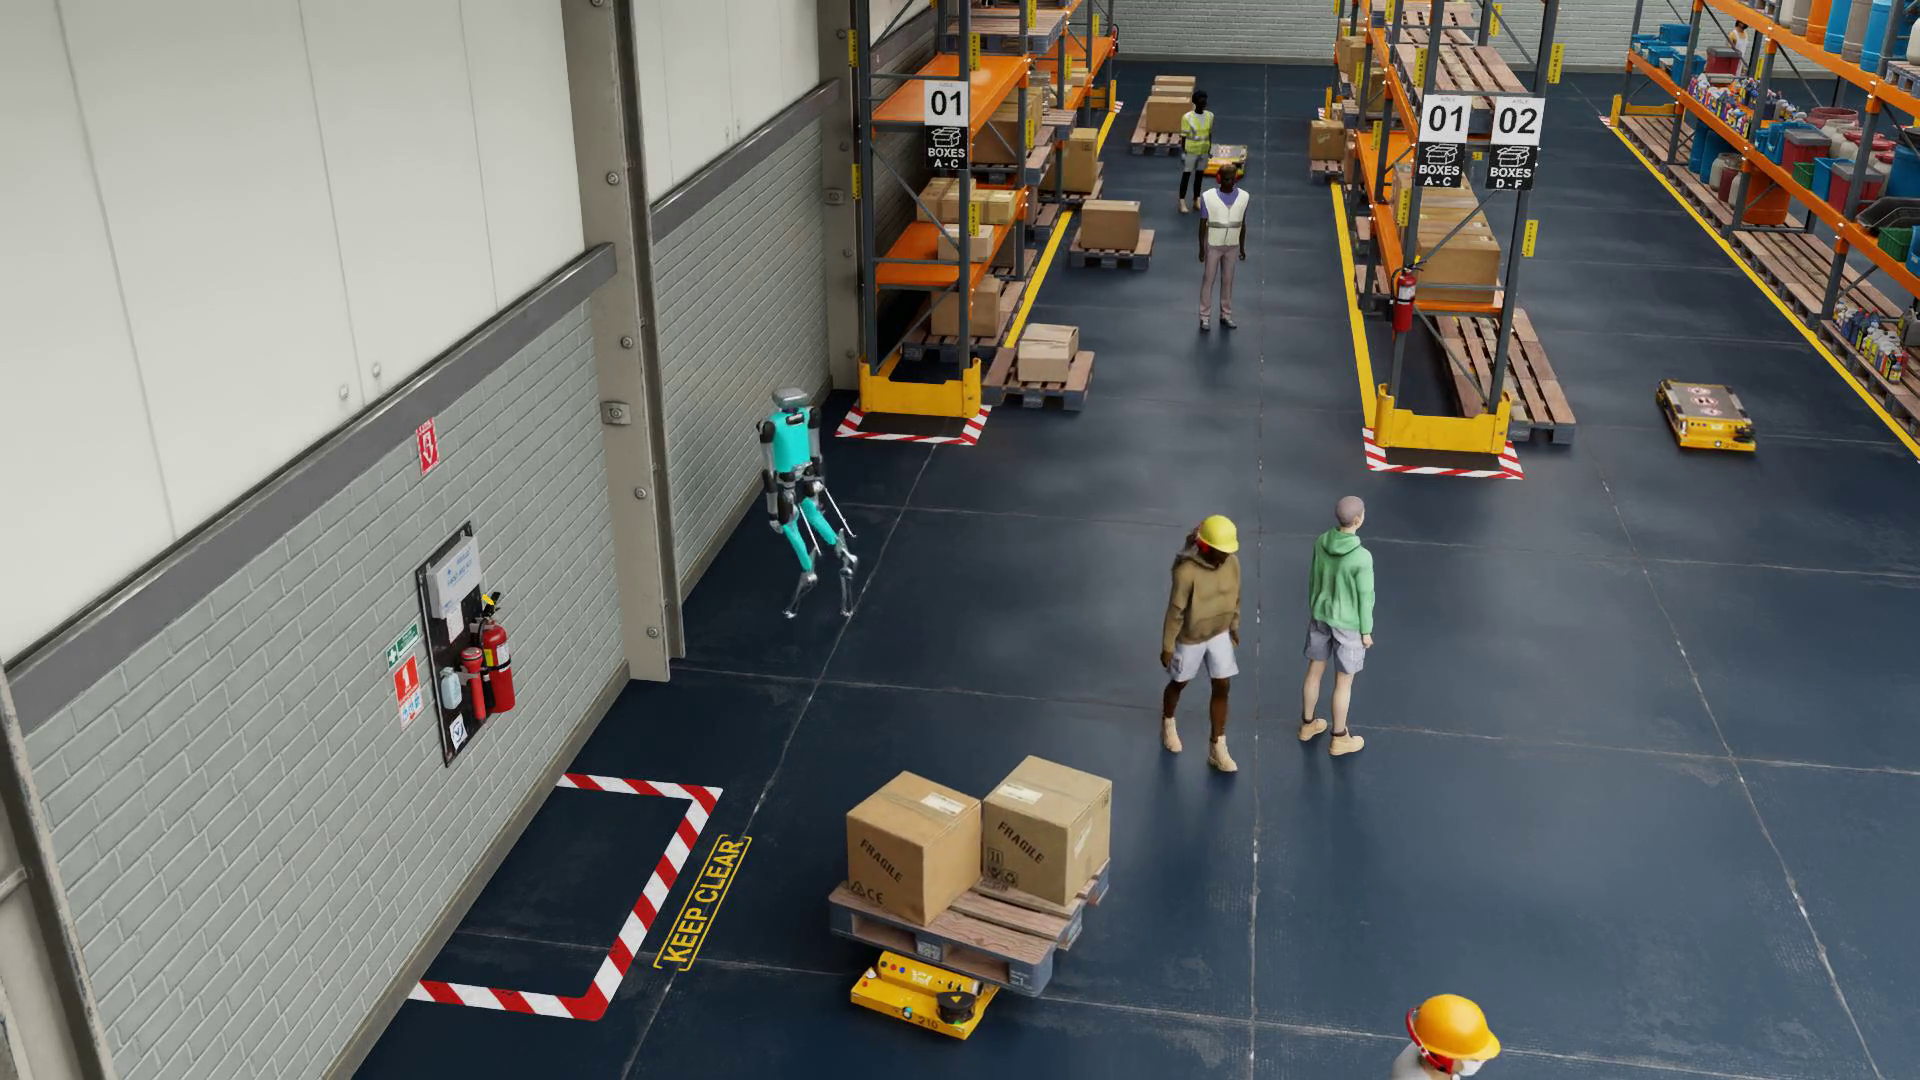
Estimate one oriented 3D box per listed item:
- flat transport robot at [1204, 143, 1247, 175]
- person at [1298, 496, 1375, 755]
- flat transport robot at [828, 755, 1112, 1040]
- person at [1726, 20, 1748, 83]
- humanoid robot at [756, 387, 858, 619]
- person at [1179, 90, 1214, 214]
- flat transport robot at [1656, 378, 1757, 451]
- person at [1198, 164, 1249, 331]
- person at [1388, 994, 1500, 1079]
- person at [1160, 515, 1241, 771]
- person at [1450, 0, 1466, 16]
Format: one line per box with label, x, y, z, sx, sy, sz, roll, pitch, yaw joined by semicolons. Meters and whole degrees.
flat transport robot;4.164;-5.999;26.198;0.659;0.231;1.431;5;25;10
person;2.375;0.536;10.469;0.342;1.743;0.472;-19;31;-35
flat transport robot;0.043;2.079;8.908;0.659;0.231;1.431;12;27;23
person;13.663;-8.333;29.316;0.513;1.858;0.388;-13;28;-26
humanoid robot;-1.039;-0.172;12.052;0.531;1.803;0.799;-22;33;-38
person;3.311;-5.442;23.316;0.539;1.695;0.317;-12;28;-24
flat transport robot;7.133;-1.204;15.935;0.659;0.231;1.431;5;26;11
person;2.906;-3.259;18.470;0.565;1.846;0.390;-7;26;-14
person;1.707;2.451;6.209;0.385;1.891;0.573;8;26;17
person;1.530;0.624;10.315;0.565;1.721;0.756;-10;27;-21
person;9.367;-9.422;31.782;0.620;1.750;0.391;-1;25;-1
